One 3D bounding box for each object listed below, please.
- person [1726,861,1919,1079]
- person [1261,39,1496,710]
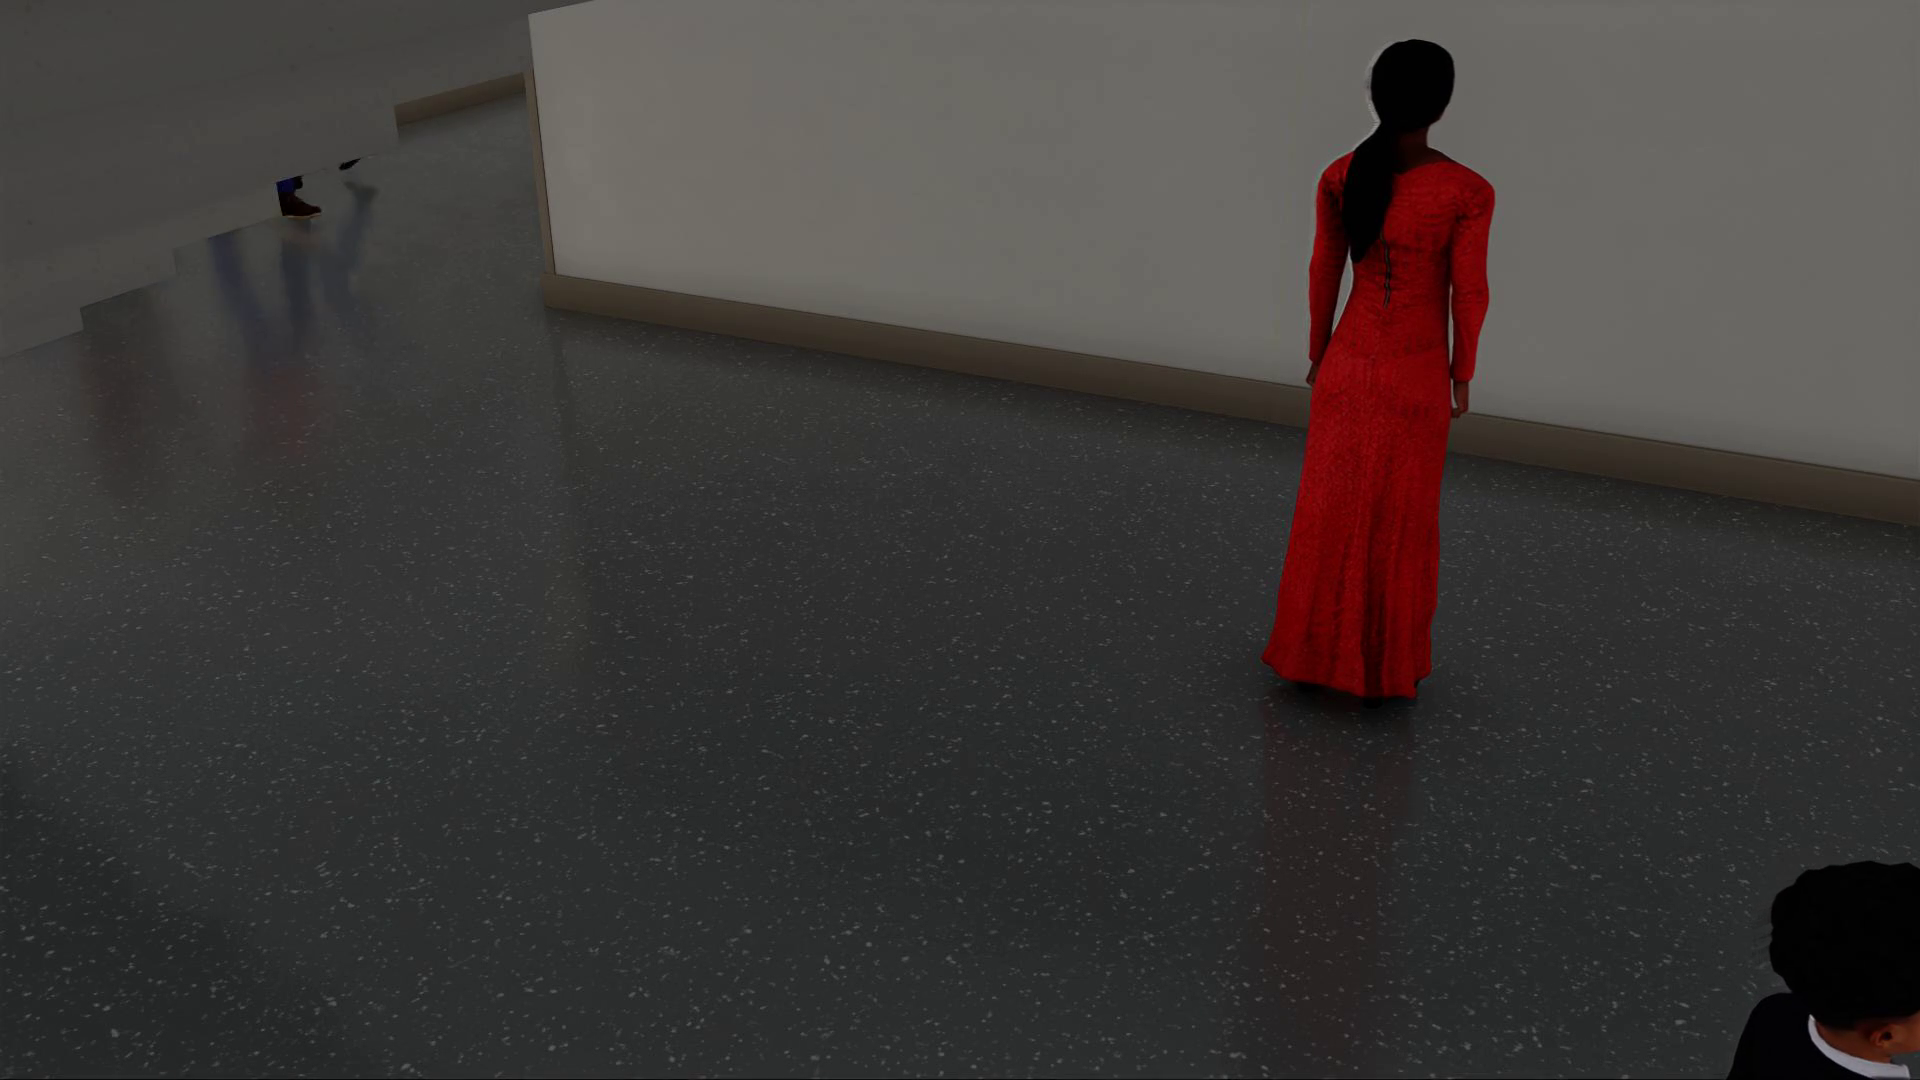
[{"bbox_3d":[1.100,0.946,2.209,0.608,1.226,0.580,-2,26,-5],"label":"person"},{"bbox_3d":[1.090,-0.386,4.330,0.553,1.784,0.699,15,29,28],"label":"person"}]
